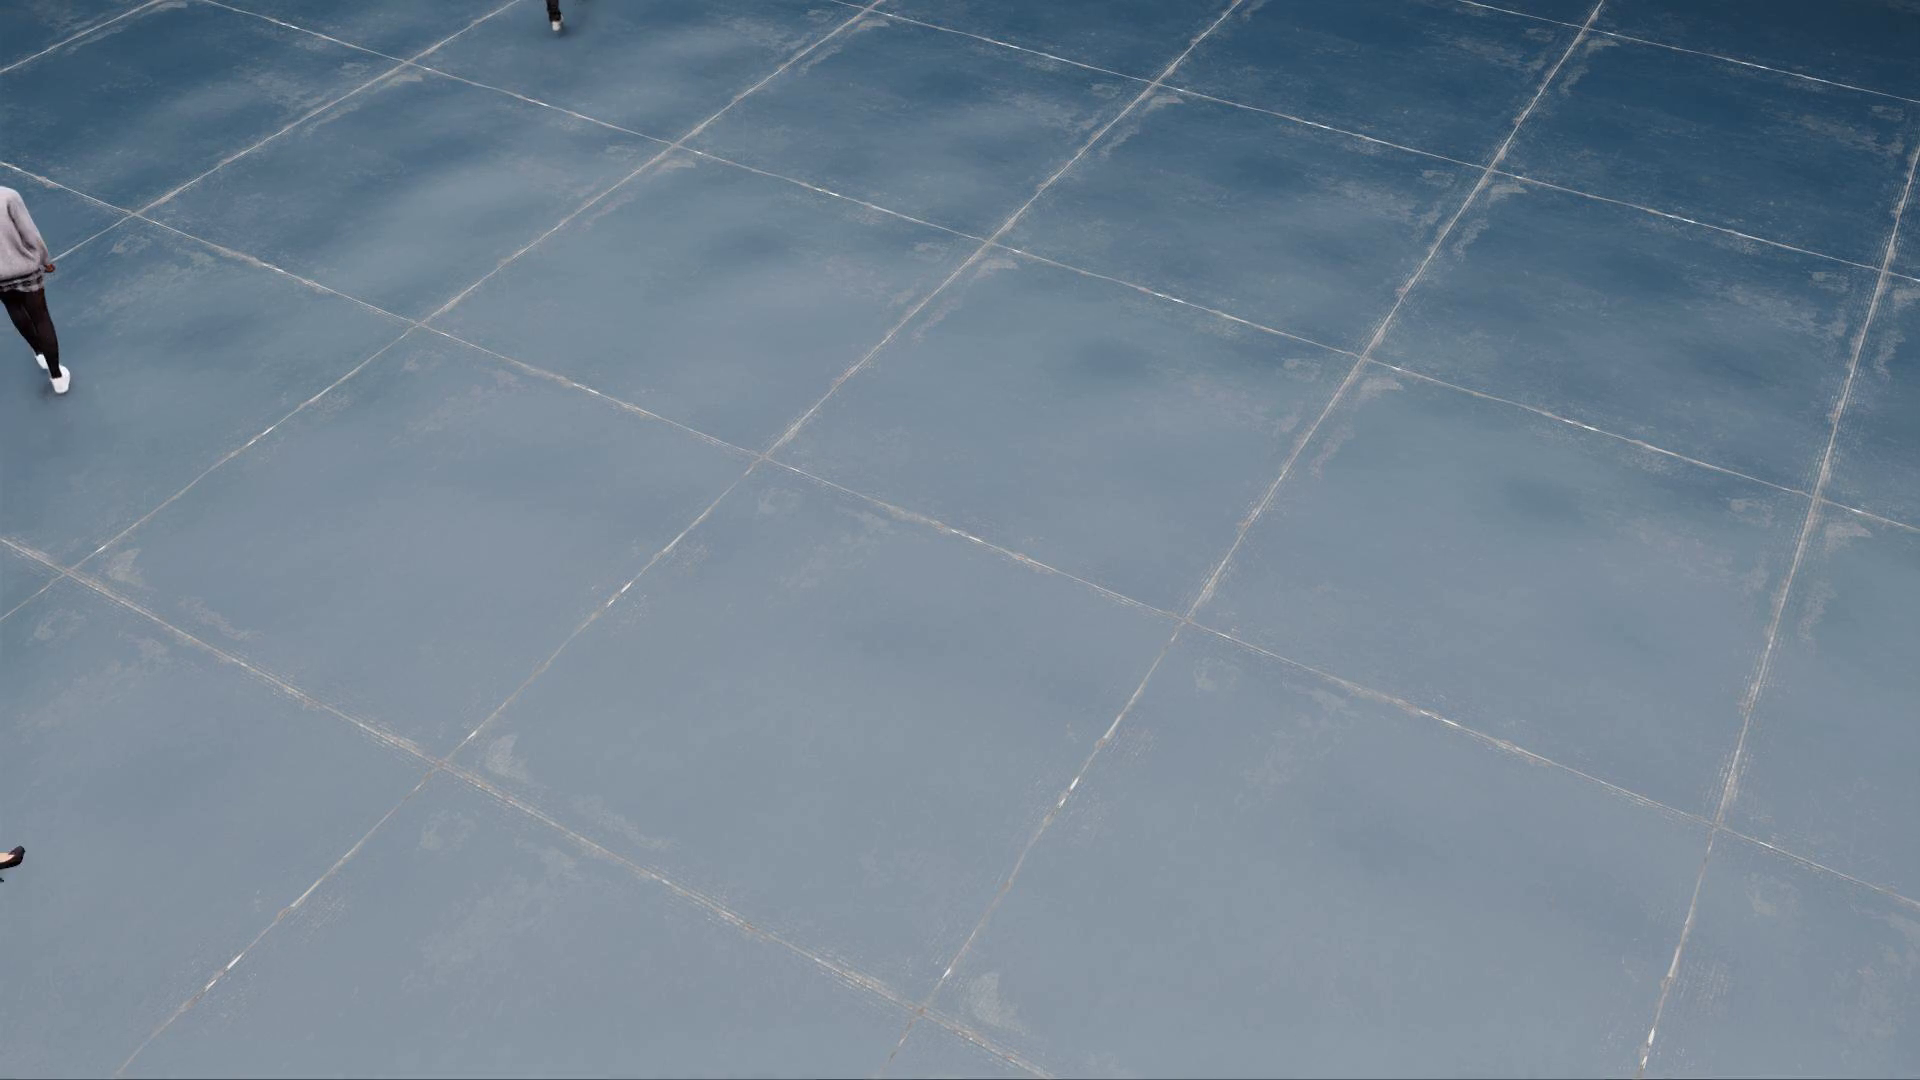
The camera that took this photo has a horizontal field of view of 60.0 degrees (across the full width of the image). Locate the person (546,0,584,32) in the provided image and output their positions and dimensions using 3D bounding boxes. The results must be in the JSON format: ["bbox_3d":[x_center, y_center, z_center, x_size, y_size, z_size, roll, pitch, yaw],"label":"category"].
[{"bbox_3d":[-3.669,-5.459,14.970,1.051,1.705,1.277,-1,42,-1],"label":"person"}]

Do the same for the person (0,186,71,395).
[{"bbox_3d":[-6.161,-1.700,10.795,0.902,1.752,0.942,-16,45,-17],"label":"person"}]
